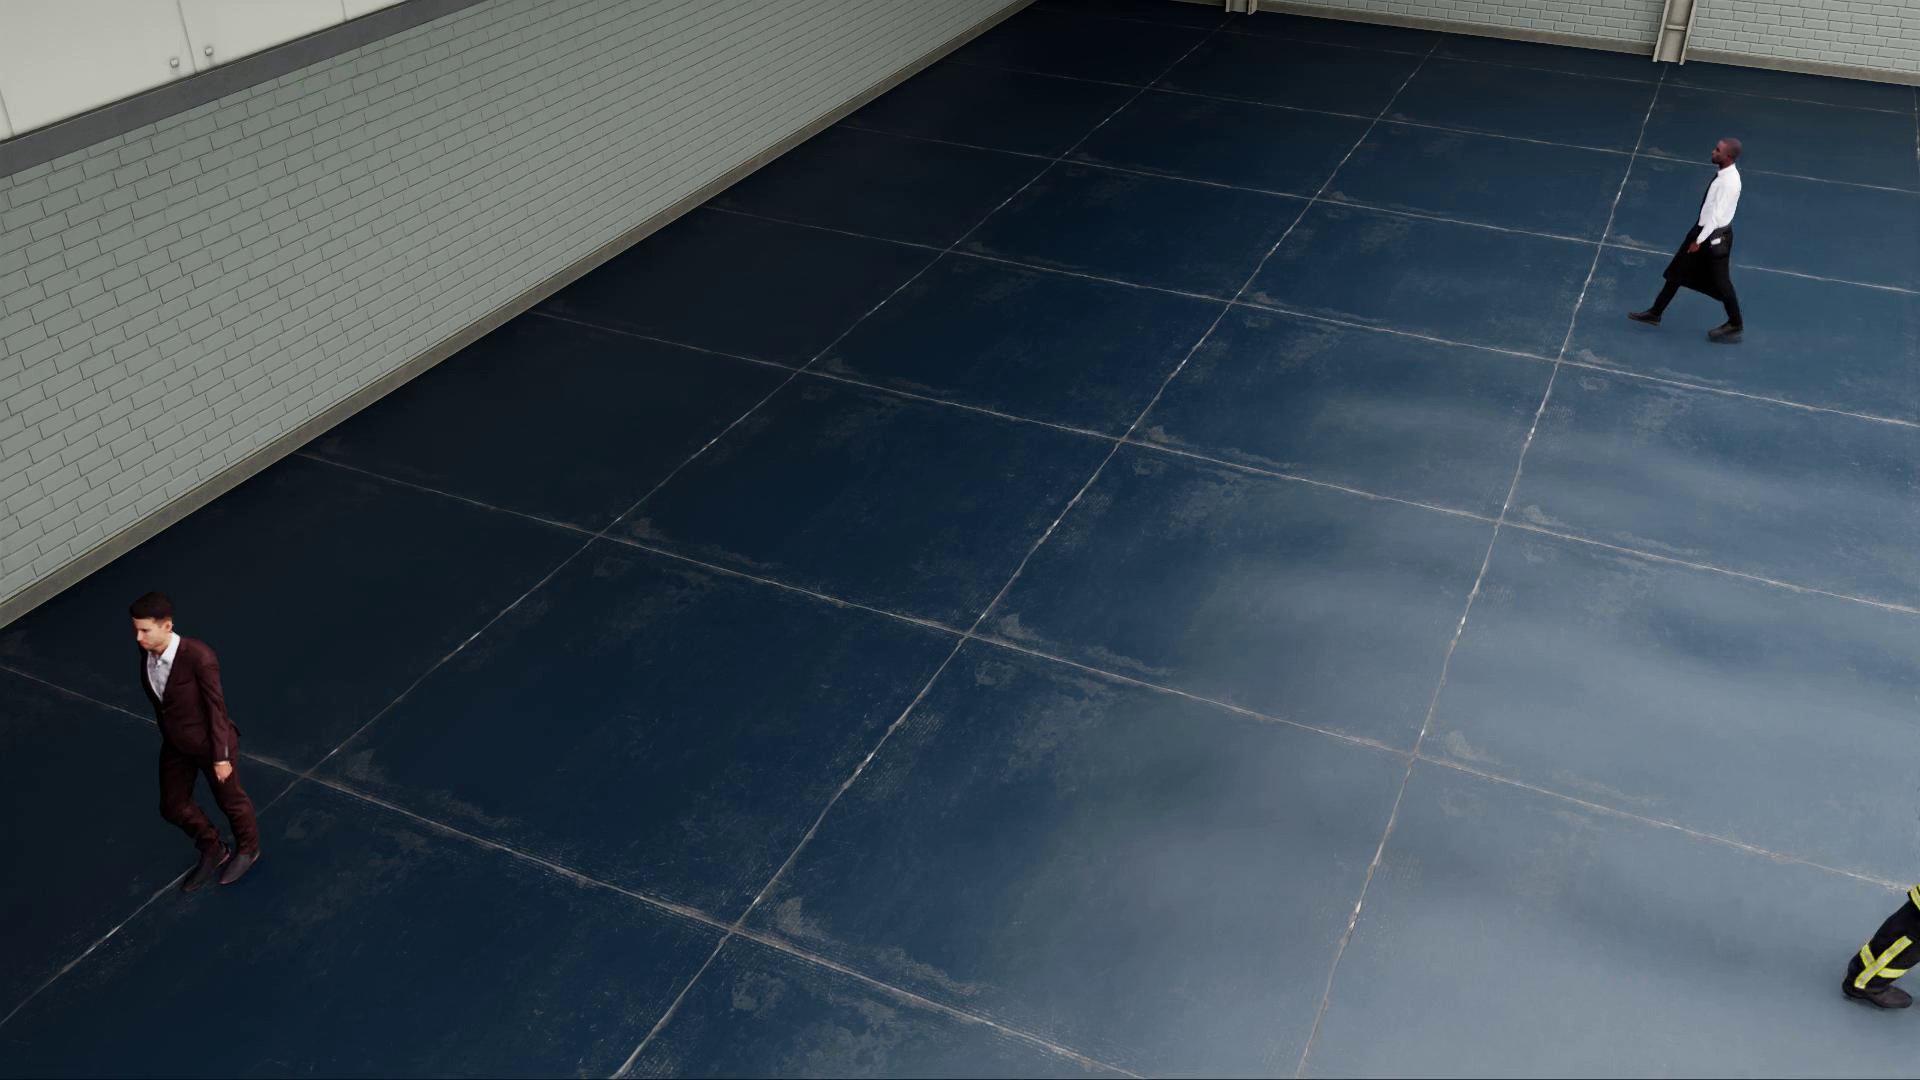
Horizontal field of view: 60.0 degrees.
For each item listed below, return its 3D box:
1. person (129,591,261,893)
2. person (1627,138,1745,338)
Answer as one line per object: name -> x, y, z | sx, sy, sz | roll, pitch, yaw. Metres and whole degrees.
person -> -4.018, 1.010, 8.877 | 0.634, 1.854, 0.793 | 11, 34, 17
person -> 6.727, -2.607, 14.673 | 1.273, 1.787, 0.822 | 7, 33, 12
